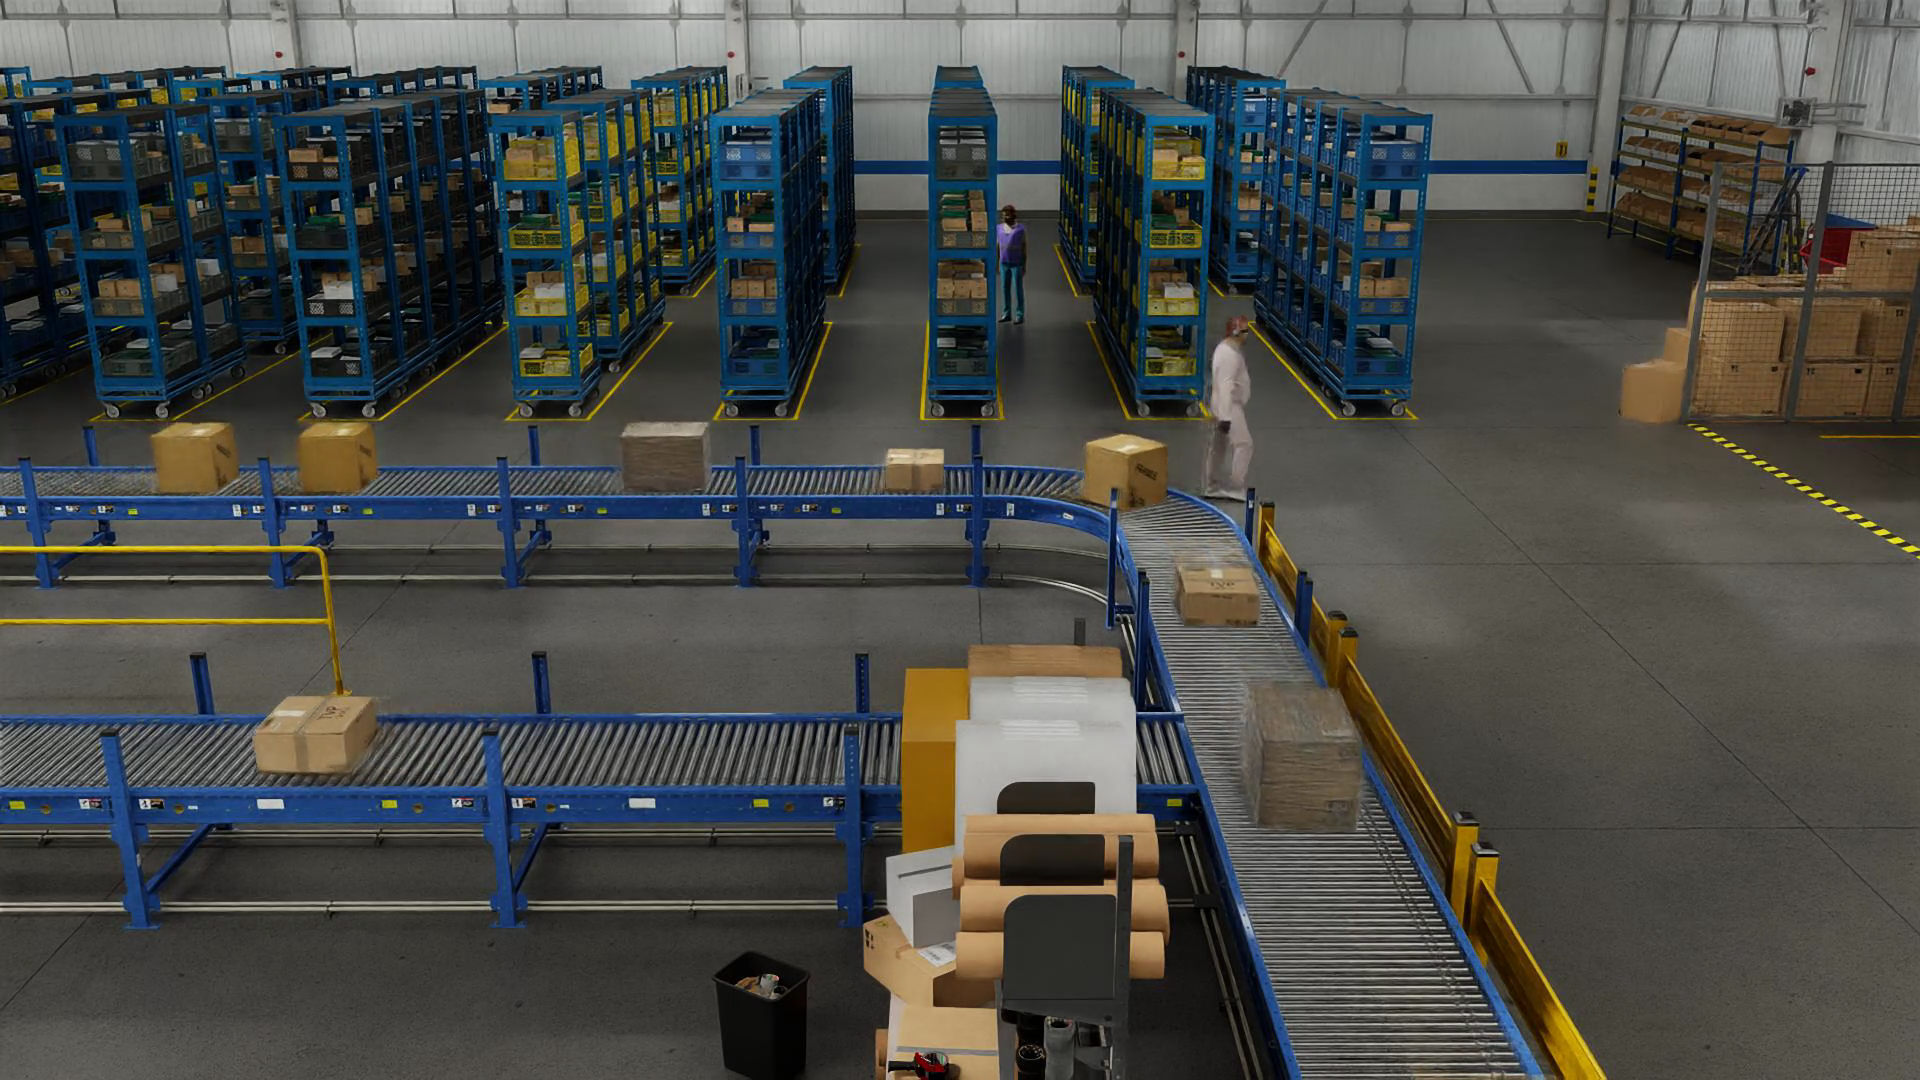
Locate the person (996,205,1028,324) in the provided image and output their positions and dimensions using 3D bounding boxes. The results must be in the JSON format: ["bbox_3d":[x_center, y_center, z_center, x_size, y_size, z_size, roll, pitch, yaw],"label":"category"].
[{"bbox_3d":[0.815,-4.299,25.918,0.578,1.830,0.385,12,21,32],"label":"person"}]

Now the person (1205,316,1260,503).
[{"bbox_3d":[2.788,-1.295,16.570,0.686,1.884,0.681,1,18,5],"label":"person"}]
